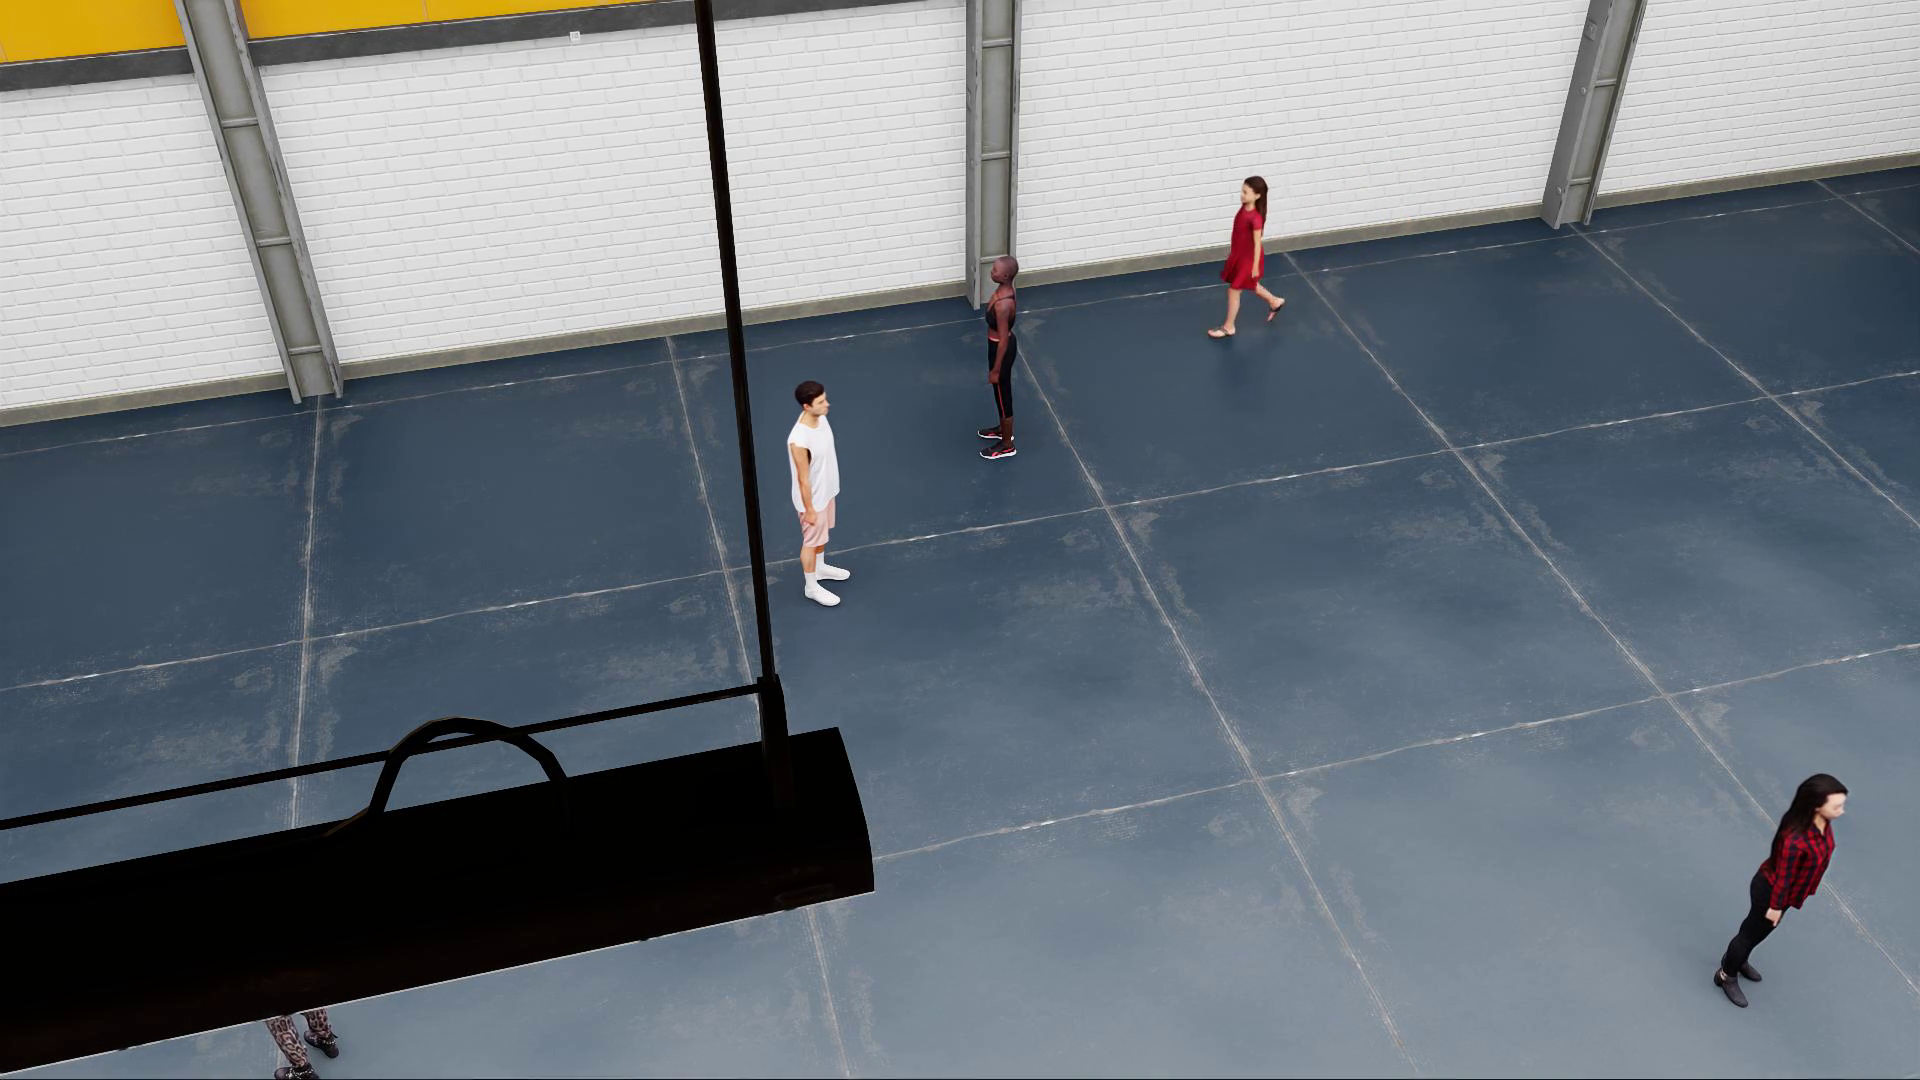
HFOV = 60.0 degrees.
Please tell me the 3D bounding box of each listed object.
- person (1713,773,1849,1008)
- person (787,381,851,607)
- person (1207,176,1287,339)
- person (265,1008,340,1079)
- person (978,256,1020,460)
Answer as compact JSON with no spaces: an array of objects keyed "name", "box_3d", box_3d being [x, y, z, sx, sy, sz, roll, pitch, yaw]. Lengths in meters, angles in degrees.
[{"name":"person","box_3d":[4.430,1.871,9.018,0.723,1.658,0.619,30,47,32]},{"name":"person","box_3d":[-1.029,-0.356,11.701,0.730,1.789,0.727,8,39,10]},{"name":"person","box_3d":[2.580,-2.495,14.583,0.964,1.534,0.588,-6,39,-8]},{"name":"person","box_3d":[-3.546,2.205,8.555,0.730,1.713,0.684,14,41,17]},{"name":"person","box_3d":[0.342,-1.456,13.104,0.604,1.758,0.629,0,39,0]}]
